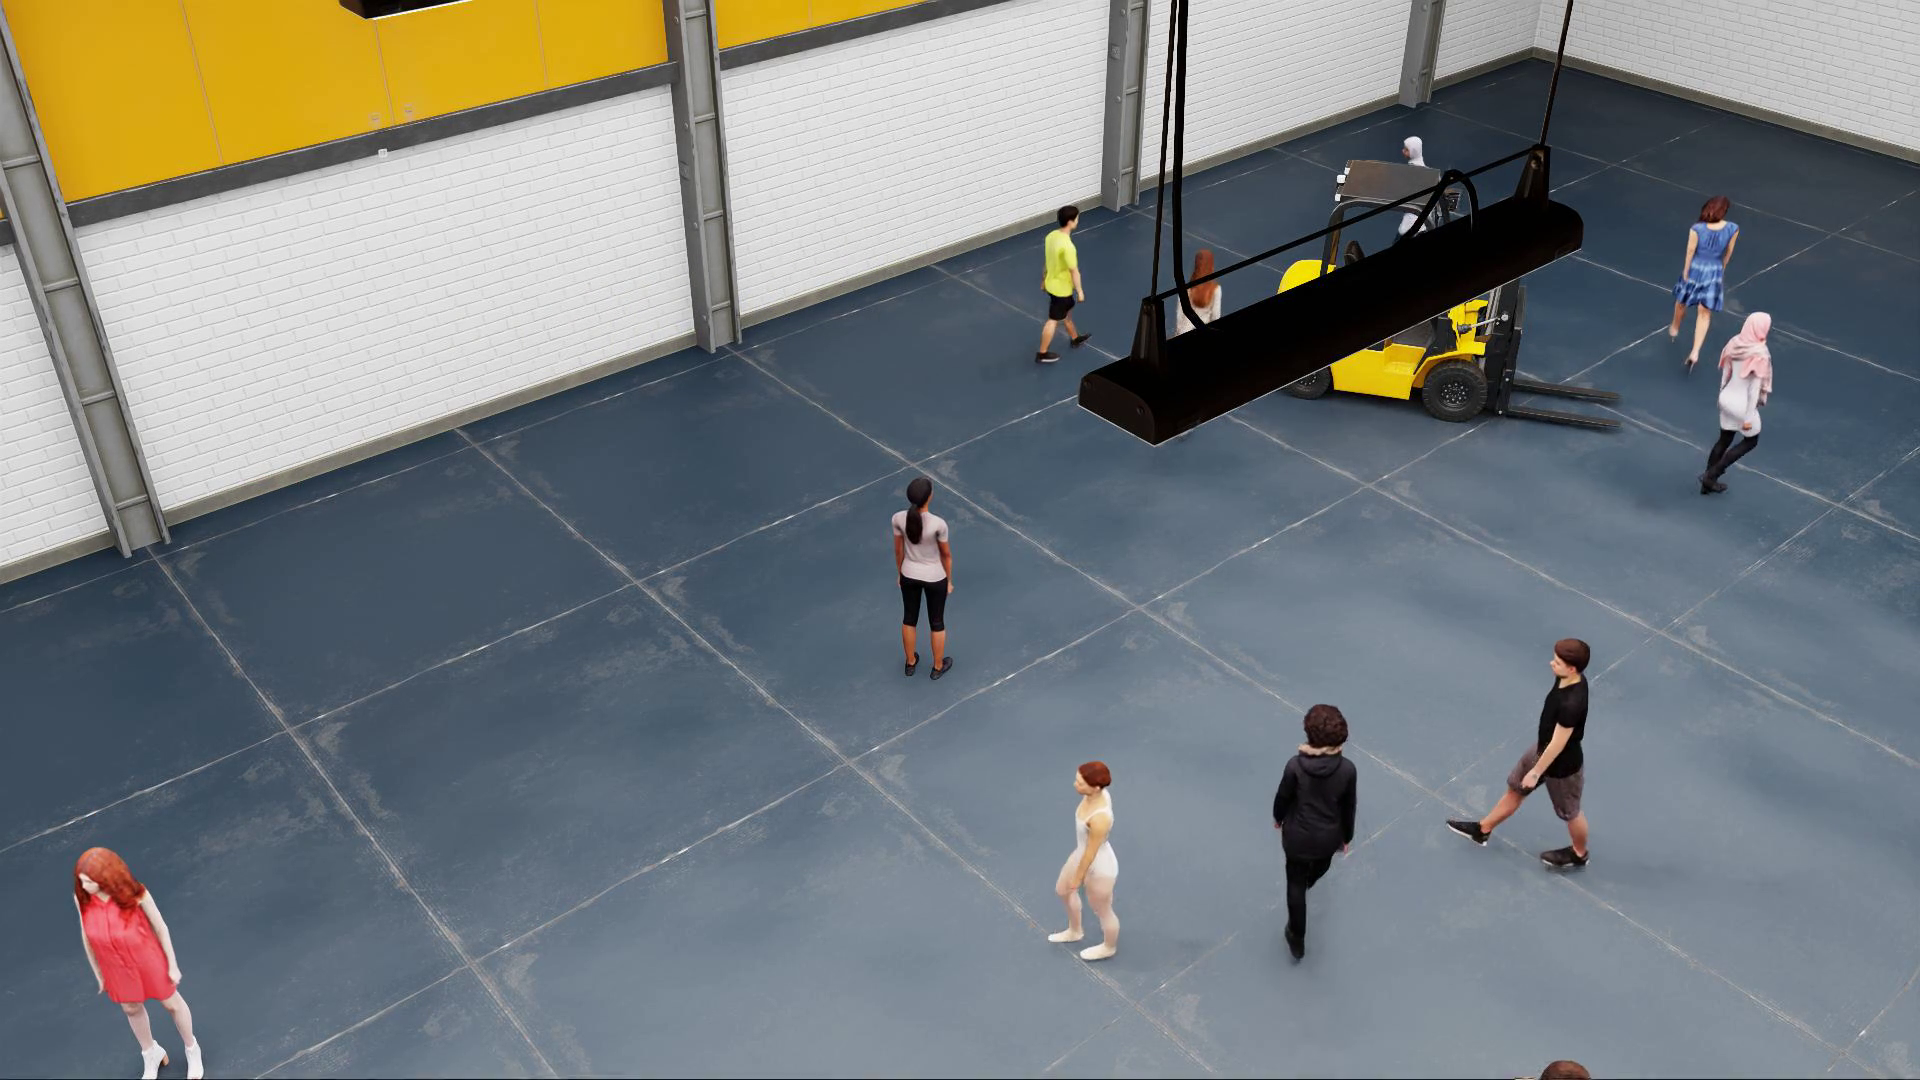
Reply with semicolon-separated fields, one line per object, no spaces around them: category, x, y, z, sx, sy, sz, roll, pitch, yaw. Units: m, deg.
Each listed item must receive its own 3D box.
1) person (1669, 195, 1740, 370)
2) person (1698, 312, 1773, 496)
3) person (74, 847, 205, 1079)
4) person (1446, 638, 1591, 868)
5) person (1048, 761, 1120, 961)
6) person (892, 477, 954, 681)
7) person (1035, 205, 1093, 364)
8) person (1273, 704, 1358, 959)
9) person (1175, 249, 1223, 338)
person;7.577;-2.591;16.943;1.059;1.759;1.236;8;34;12
person;6.826;-1.167;14.770;0.793;1.793;0.770;-9;35;-13
person;-4.642;2.395;9.382;0.642;1.826;0.733;-2;34;-2
person;3.980;1.447;10.827;1.231;1.806;1.202;5;34;7
person;0.908;1.979;10.186;0.752;1.630;0.688;-5;34;-8
person;-0.282;0.290;12.619;0.693;1.748;0.716;9;35;14
person;0.946;-2.585;17.007;1.049;1.679;0.835;-14;36;-20
person;2.186;1.858;10.286;1.103;1.720;1.154;3;34;4
person;2.273;-1.956;16.047;0.738;1.695;0.793;10;35;14
